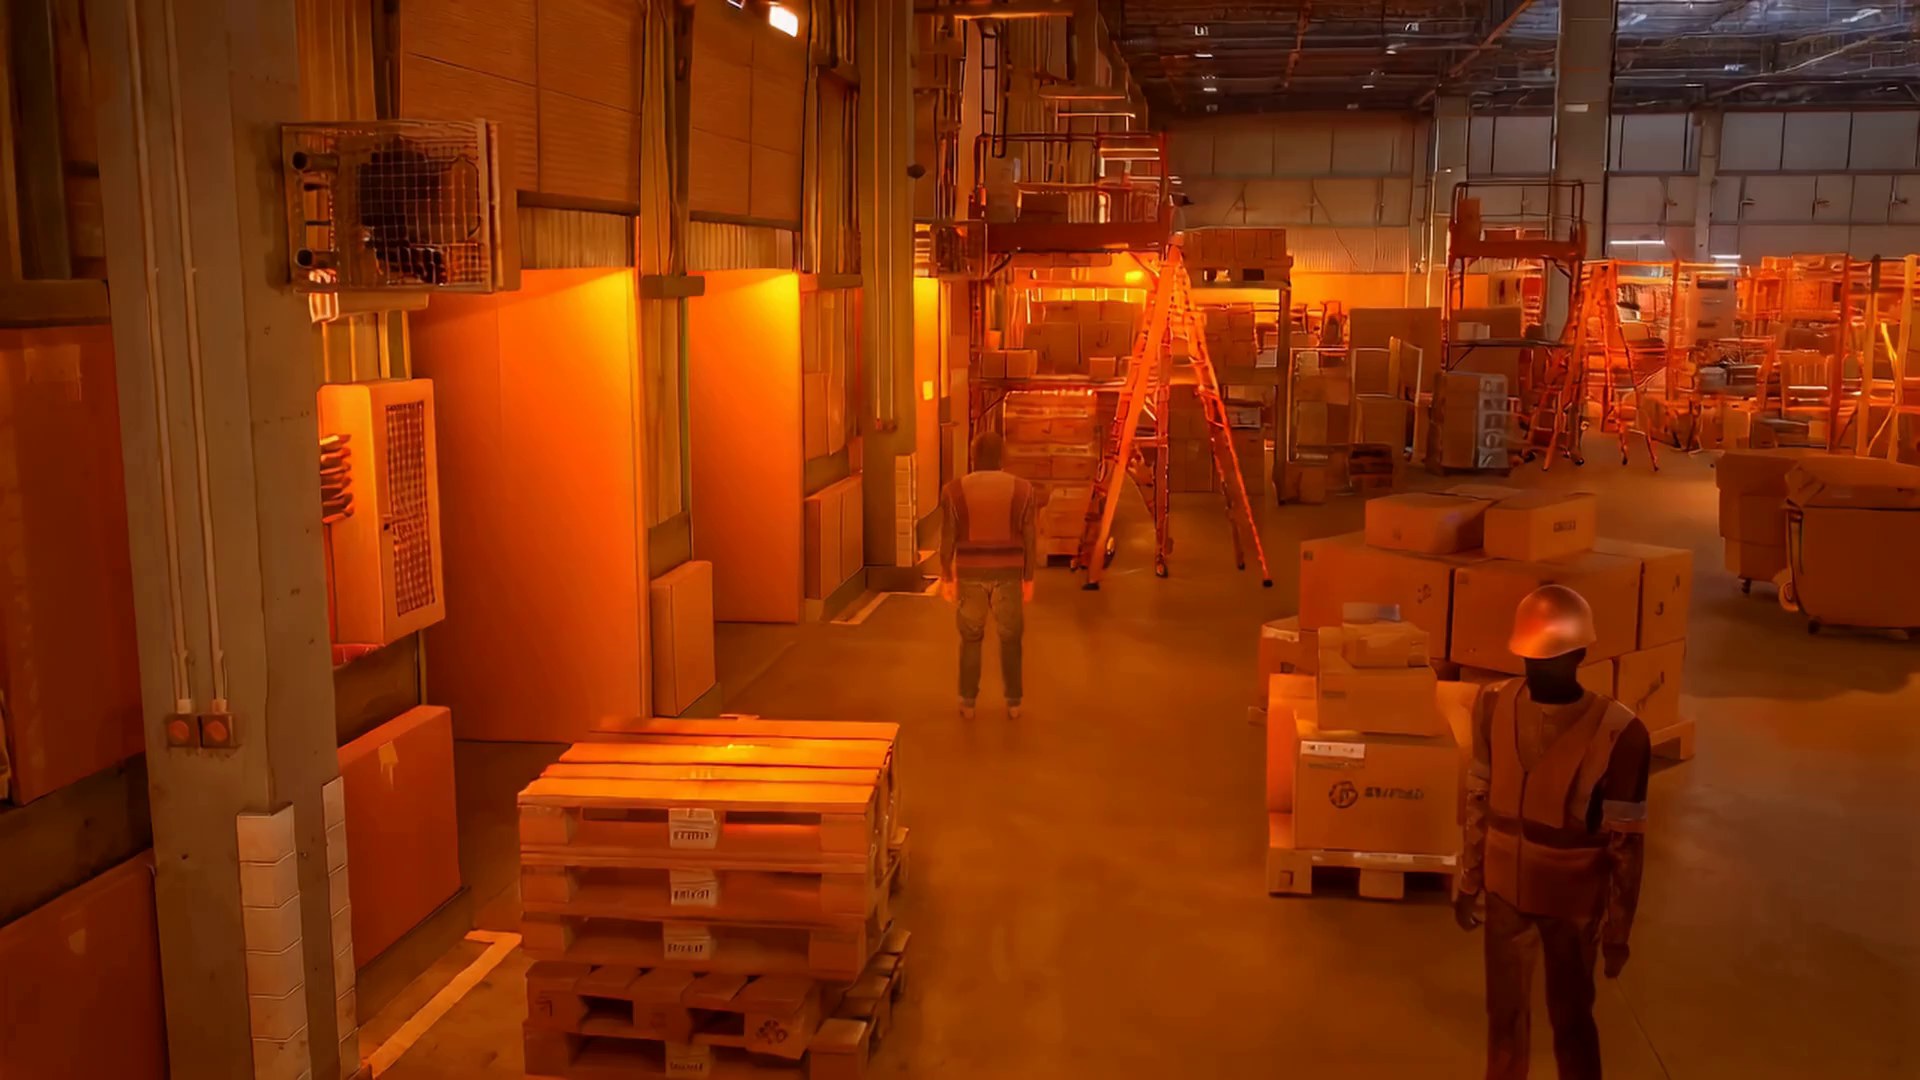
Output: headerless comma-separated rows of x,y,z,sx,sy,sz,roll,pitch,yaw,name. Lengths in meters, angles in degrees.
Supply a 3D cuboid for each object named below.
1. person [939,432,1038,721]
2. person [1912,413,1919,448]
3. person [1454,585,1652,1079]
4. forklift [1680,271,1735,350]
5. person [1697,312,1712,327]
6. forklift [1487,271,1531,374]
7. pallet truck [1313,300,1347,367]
0.179,0.235,10.512,0.626,1.844,0.429,0,9,-3,person
15.552,-2.337,26.707,0.321,1.736,0.484,5,10,26,person
1.785,1.077,5.097,0.390,1.918,0.586,-7,12,-37,person
17.320,-4.818,38.478,1.129,2.768,1.873,5,10,28,forklift
21.504,-5.783,48.234,0.521,1.646,0.919,2,9,10,person
14.713,-5.935,45.369,1.873,2.768,1.129,-3,10,-18,forklift
11.159,-6.200,49.718,0.823,1.965,1.885,4,10,26,pallet truck
